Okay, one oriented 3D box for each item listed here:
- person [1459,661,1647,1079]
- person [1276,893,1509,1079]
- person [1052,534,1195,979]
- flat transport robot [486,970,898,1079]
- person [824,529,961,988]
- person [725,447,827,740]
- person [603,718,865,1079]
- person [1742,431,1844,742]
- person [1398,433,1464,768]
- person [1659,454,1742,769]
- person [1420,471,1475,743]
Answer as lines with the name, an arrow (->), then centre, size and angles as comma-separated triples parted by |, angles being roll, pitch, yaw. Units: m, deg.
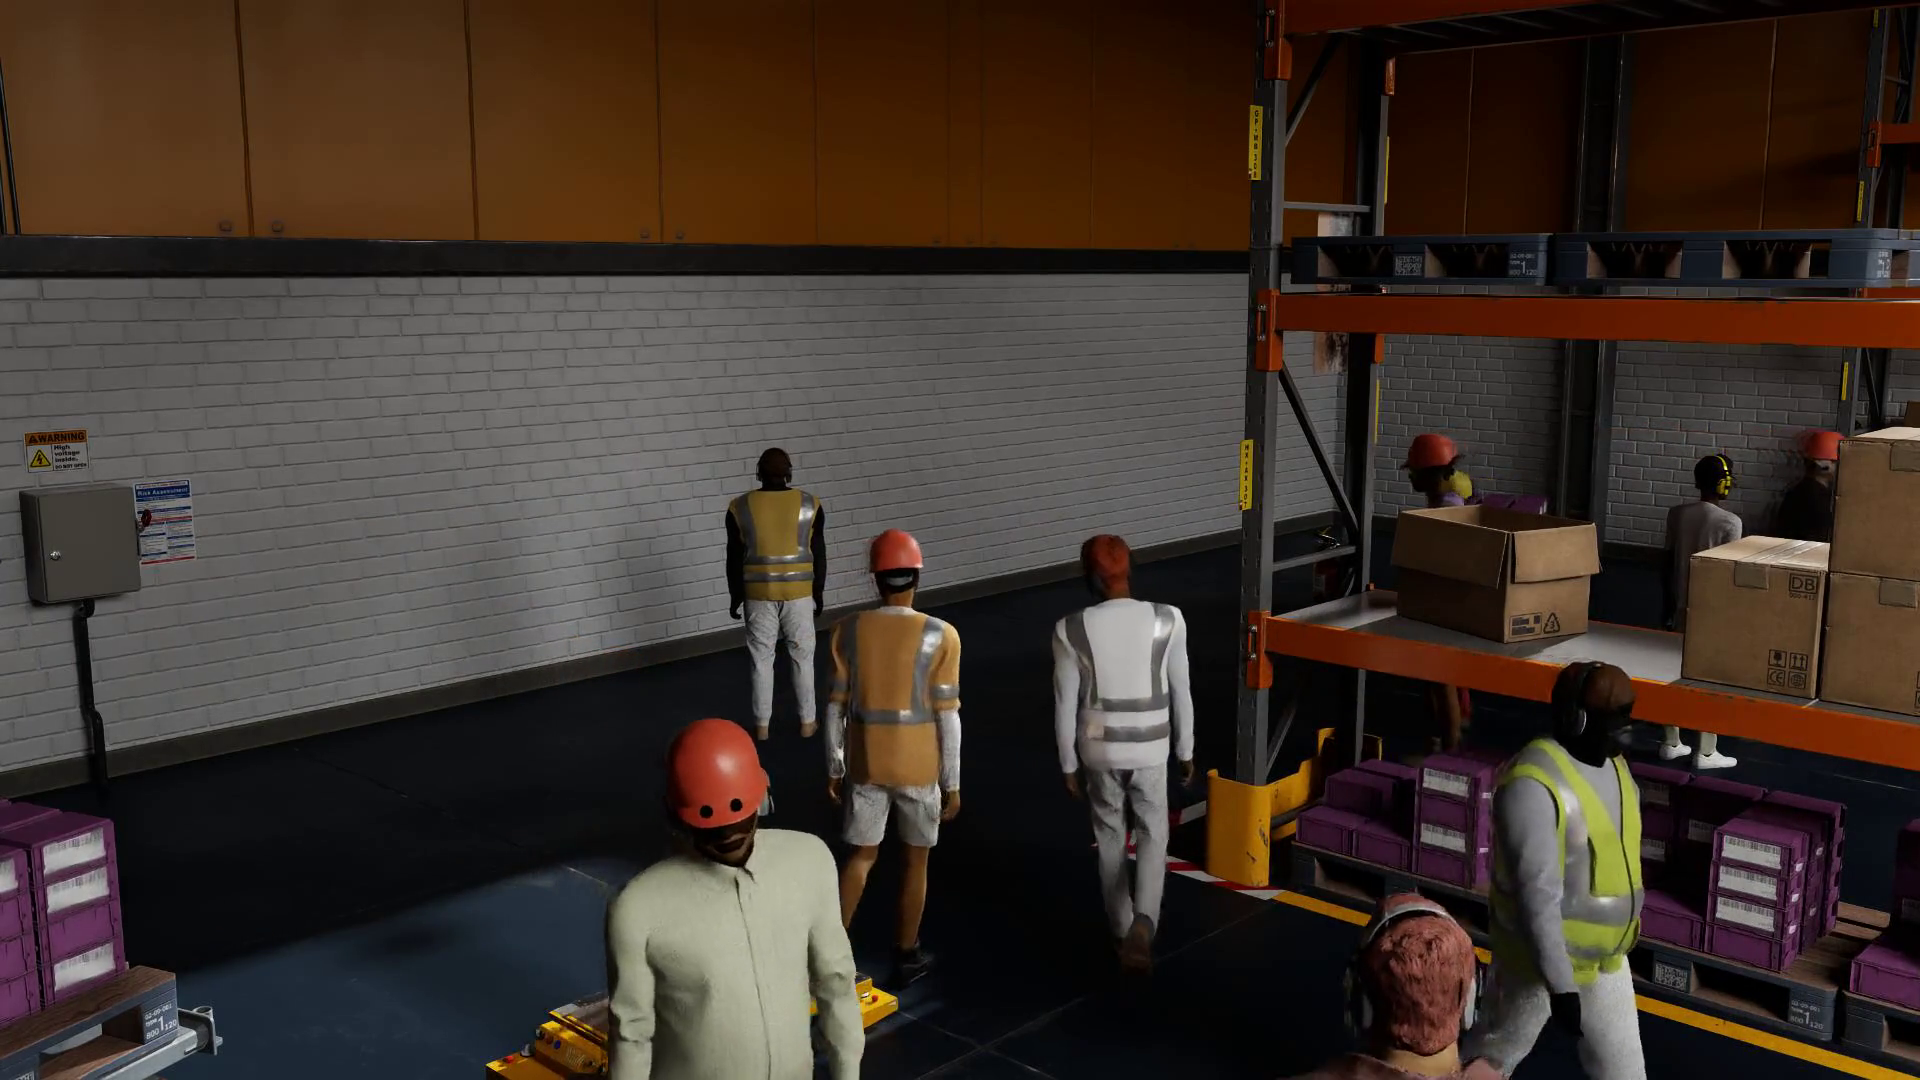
person -> 1.862, 1.250, 5.009 | 0.623, 1.791, 0.972 | -7, 12, -38
person -> 0.745, 1.536, 3.026 | 0.663, 1.871, 0.925 | 0, 9, -1
person -> 0.684, 0.908, 6.902 | 0.613, 1.861, 0.676 | 1, 9, 3
flat transport robot -> -0.969, 1.810, 6.227 | 0.652, 0.197, 1.431 | 9, 13, 43
person -> -0.285, 0.926, 6.680 | 0.583, 1.903, 0.731 | 3, 10, 17
person -> -1.150, 0.339, 10.445 | 0.624, 1.845, 0.430 | -1, 9, -8
person -> -0.588, 1.332, 4.066 | 0.604, 1.943, 1.019 | -8, 12, -40
person -> 5.294, 0.317, 10.197 | 0.882, 1.958, 0.631 | 4, 10, 22
person -> 2.689, 0.411, 9.493 | 0.487, 2.027, 0.611 | 2, 10, 14
person -> 4.407, 0.421, 9.874 | 0.313, 1.864, 0.538 | -5, 11, -30
person -> 3.067, 0.420, 10.317 | 0.358, 1.724, 0.543 | 3, 10, 20
